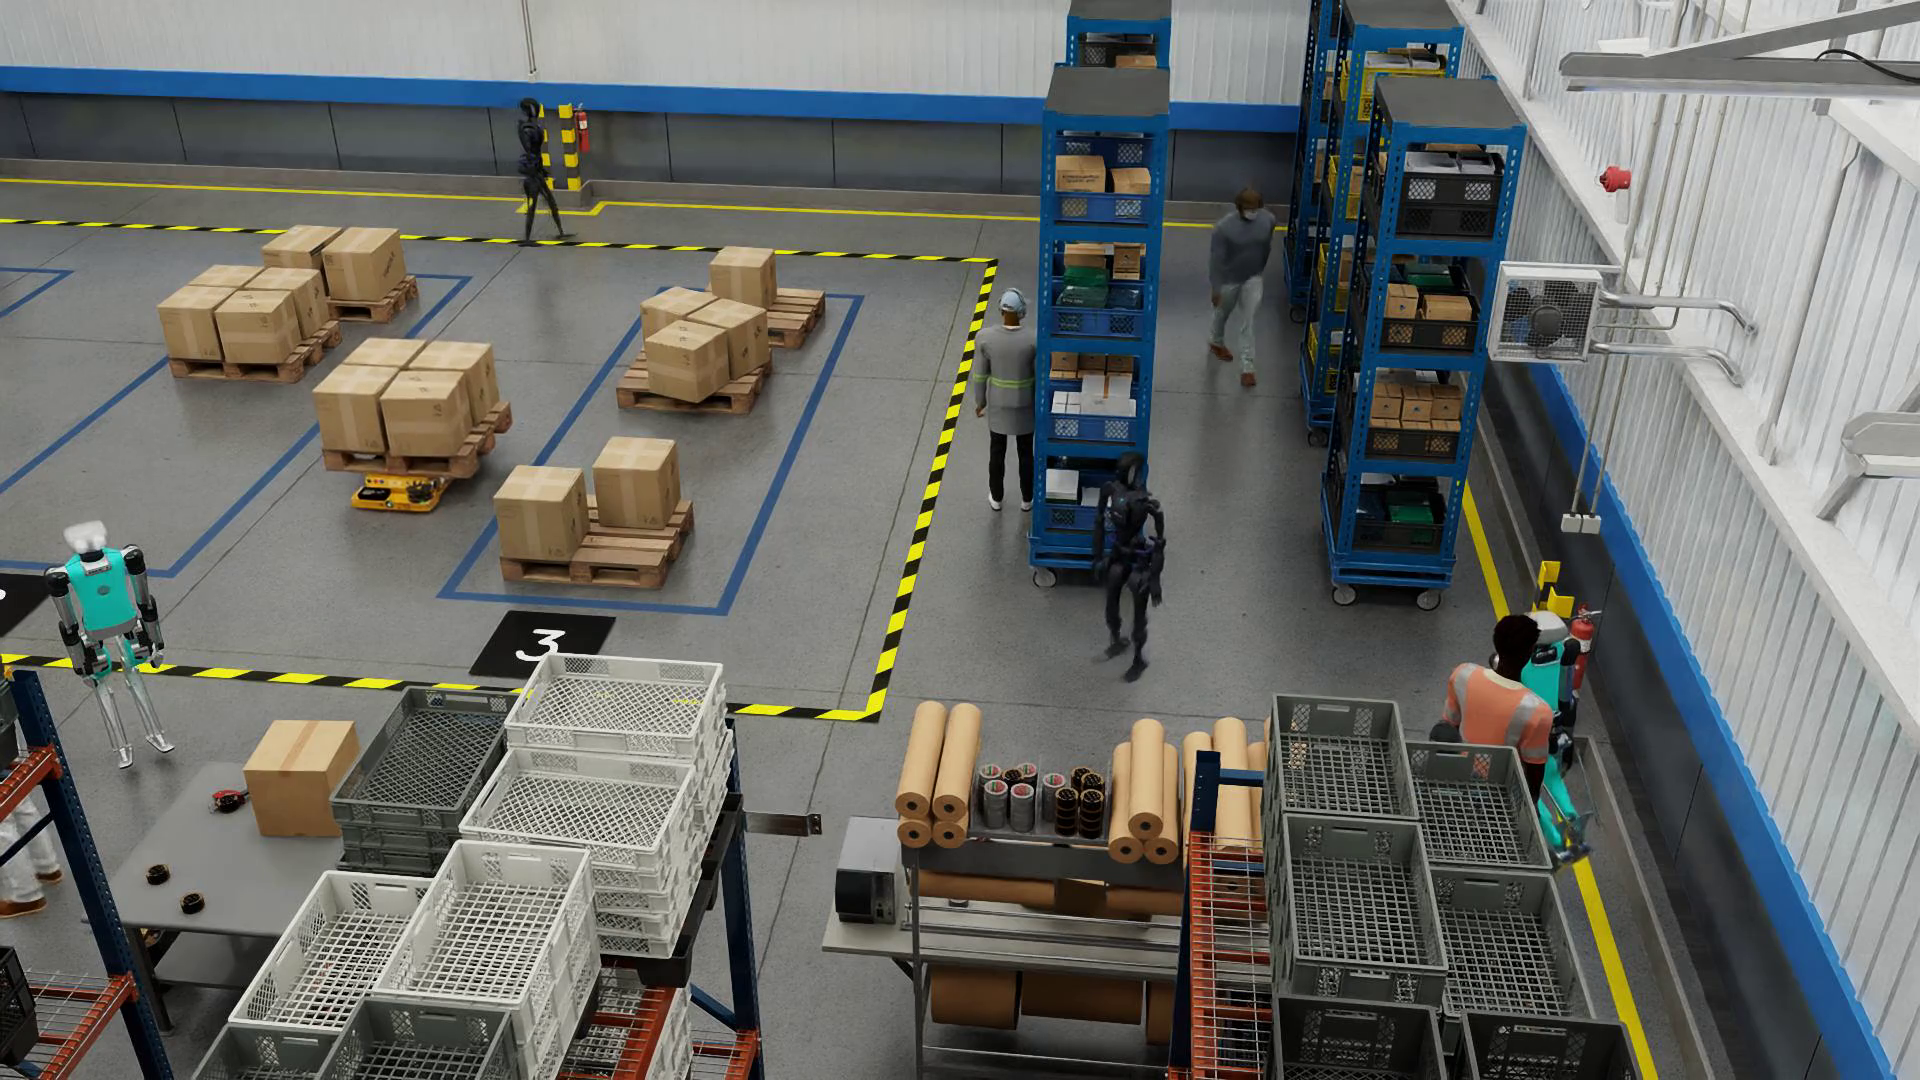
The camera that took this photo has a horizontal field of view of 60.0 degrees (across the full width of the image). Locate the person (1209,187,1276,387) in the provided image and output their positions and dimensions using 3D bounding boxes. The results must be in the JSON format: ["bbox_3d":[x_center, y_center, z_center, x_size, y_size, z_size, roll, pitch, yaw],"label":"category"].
[{"bbox_3d":[2.538,-2.365,15.166,0.630,1.849,1.101,-6,31,-10],"label":"person"}]

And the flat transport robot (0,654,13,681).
[{"bbox_3d":[-7.142,0.969,11.010,1.431,0.231,0.659,3,30,6],"label":"flat transport robot"}]

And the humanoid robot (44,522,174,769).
[{"bbox_3d":[-5.168,0.571,10.102,0.533,1.676,0.735,-21,36,-32],"label":"humanoid robot"}]

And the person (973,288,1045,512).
[{"bbox_3d":[0.403,-1.087,12.969,0.588,1.850,0.396,4,30,7],"label":"person"}]

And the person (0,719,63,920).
[{"bbox_3d":[-5.279,1.211,8.998,0.360,1.879,0.580,-3,30,-4],"label":"person"}]

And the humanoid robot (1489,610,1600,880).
[{"bbox_3d":[3.193,1.299,8.985,0.551,1.754,0.837,-11,32,-18],"label":"humanoid robot"}]

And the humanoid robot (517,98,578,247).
[{"bbox_3d":[-4.596,-4.015,18.186,0.646,1.632,0.610,-2,30,-4],"label":"humanoid robot"}]

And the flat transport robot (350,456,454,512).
[{"bbox_3d":[-4.456,-0.674,13.803,0.652,0.197,1.431,3,30,6],"label":"flat transport robot"}]

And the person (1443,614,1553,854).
[{"bbox_3d":[2.825,1.248,8.843,0.368,1.966,0.603,-24,38,-35],"label":"person"}]

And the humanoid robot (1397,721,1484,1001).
[{"bbox_3d":[2.355,1.606,8.525,0.591,1.634,0.608,1,30,1],"label":"humanoid robot"}]

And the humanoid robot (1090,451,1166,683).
[{"bbox_3d":[1.156,0.153,11.038,0.605,1.682,0.414,24,38,35],"label":"humanoid robot"}]
